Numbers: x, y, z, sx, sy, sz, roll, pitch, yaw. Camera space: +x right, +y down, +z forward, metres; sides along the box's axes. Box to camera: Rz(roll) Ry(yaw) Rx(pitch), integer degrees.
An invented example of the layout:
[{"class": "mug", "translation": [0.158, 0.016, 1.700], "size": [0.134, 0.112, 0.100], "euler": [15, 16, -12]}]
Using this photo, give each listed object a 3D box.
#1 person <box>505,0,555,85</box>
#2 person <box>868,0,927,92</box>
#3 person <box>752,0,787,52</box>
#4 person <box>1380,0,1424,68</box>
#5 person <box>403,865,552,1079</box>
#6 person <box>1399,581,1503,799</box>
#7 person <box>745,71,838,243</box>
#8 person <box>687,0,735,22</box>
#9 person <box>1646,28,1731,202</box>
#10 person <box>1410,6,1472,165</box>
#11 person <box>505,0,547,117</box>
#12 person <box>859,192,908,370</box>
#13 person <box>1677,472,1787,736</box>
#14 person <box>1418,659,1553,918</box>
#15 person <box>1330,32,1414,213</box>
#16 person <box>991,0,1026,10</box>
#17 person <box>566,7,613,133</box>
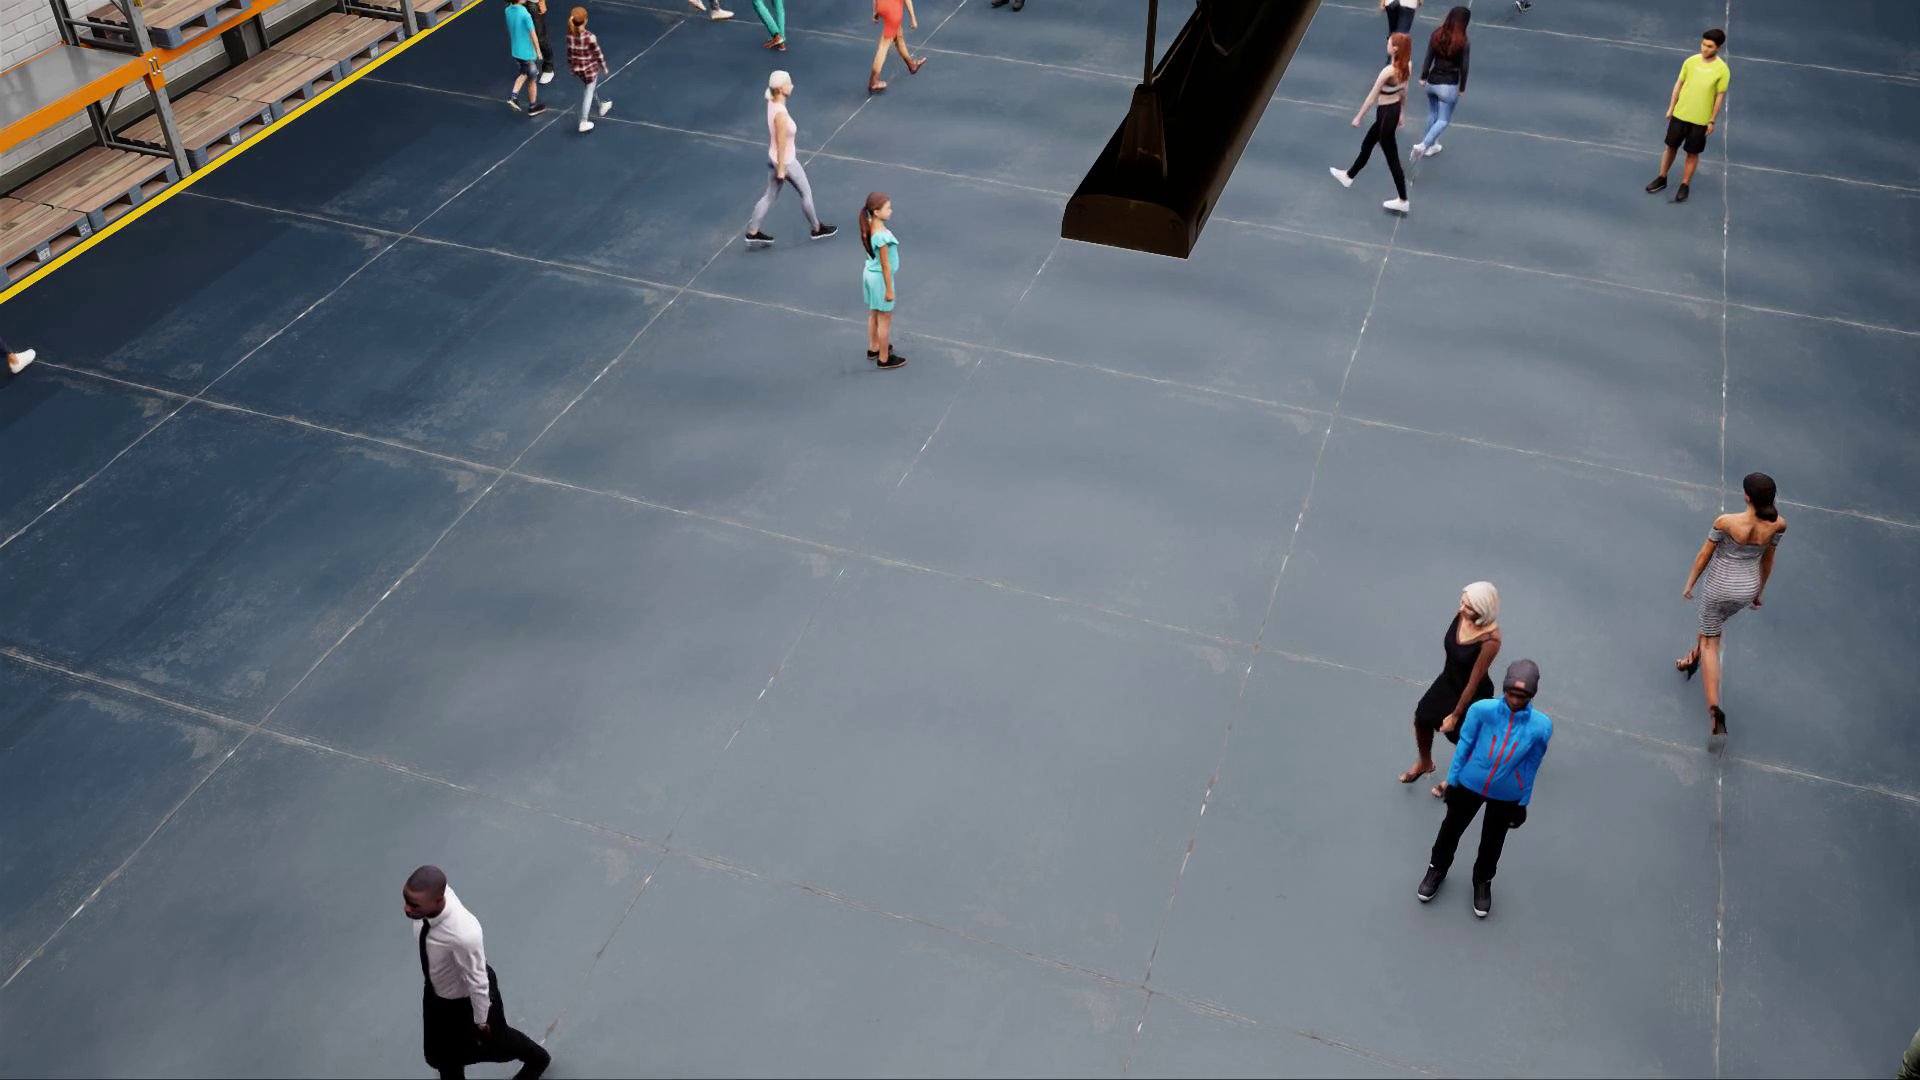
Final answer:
[{"class": "person", "translation": [-4.772, -5.970, 18.363], "size": [0.649, 1.809, 0.527], "euler": [13, 41, 16]}, {"class": "person", "translation": [-0.812, -5.698, 18.139], "size": [1.211, 1.663, 0.948], "euler": [-31, 48, -33]}, {"class": "person", "translation": [-2.101, -6.431, 18.981], "size": [0.751, 1.757, 0.829], "euler": [-30, 47, -32]}, {"class": "person", "translation": [4.835, -5.866, 18.277], "size": [0.716, 1.753, 1.109], "euler": [20, 43, 23]}, {"class": "person", "translation": [-2.358, 2.186, 8.145], "size": [0.908, 1.817, 1.083], "euler": [32, 48, 33]}, {"class": "person", "translation": [3.053, 0.895, 9.832], "size": [0.794, 1.726, 0.724], "euler": [-9, 39, -11]}, {"class": "person", "translation": [-1.718, -3.473, 15.336], "size": [1.090, 1.684, 1.075], "euler": [-13, 40, -16]}, {"class": "person", "translation": [-3.048, -7.087, 19.703], "size": [0.946, 1.882, 0.887], "euler": [-14, 41, -17]}, {"class": "person", "translation": [7.133, -4.155, 16.172], "size": [0.694, 1.707, 0.653], "euler": [30, 47, 32]}, {"class": "person", "translation": [4.820, -4.530, 16.717], "size": [0.908, 1.612, 1.093], "euler": [30, 48, 32]}, {"class": "person", "translation": [-4.684, -5.183, 17.679], "size": [0.614, 1.432, 0.719], "euler": [22, 43, 25]}, {"class": "person", "translation": [-0.668, -2.164, 13.798], "size": [0.701, 1.558, 0.640], "euler": [-16, 41, -19]}, {"class": "person", "translation": [4.806, 0.420, 10.380], "size": [0.859, 1.785, 1.175], "euler": [1, 39, 2]}, {"class": "person", "translation": [2.936, 1.351, 9.210], "size": [0.602, 1.792, 0.523], "euler": [13, 41, 16]}, {"class": "person", "translation": [4.171, -3.955, 15.935], "size": [0.998, 1.690, 1.204], "euler": [30, 48, 32]}, {"class": "person", "translation": [0.644, -7.363, 20.083], "size": [0.709, 1.840, 0.643], "euler": [18, 42, 21]}, {"class": "person", "translation": [-3.960, -4.926, 17.486], "size": [0.582, 1.272, 0.912], "euler": [16, 41, 19]}]
